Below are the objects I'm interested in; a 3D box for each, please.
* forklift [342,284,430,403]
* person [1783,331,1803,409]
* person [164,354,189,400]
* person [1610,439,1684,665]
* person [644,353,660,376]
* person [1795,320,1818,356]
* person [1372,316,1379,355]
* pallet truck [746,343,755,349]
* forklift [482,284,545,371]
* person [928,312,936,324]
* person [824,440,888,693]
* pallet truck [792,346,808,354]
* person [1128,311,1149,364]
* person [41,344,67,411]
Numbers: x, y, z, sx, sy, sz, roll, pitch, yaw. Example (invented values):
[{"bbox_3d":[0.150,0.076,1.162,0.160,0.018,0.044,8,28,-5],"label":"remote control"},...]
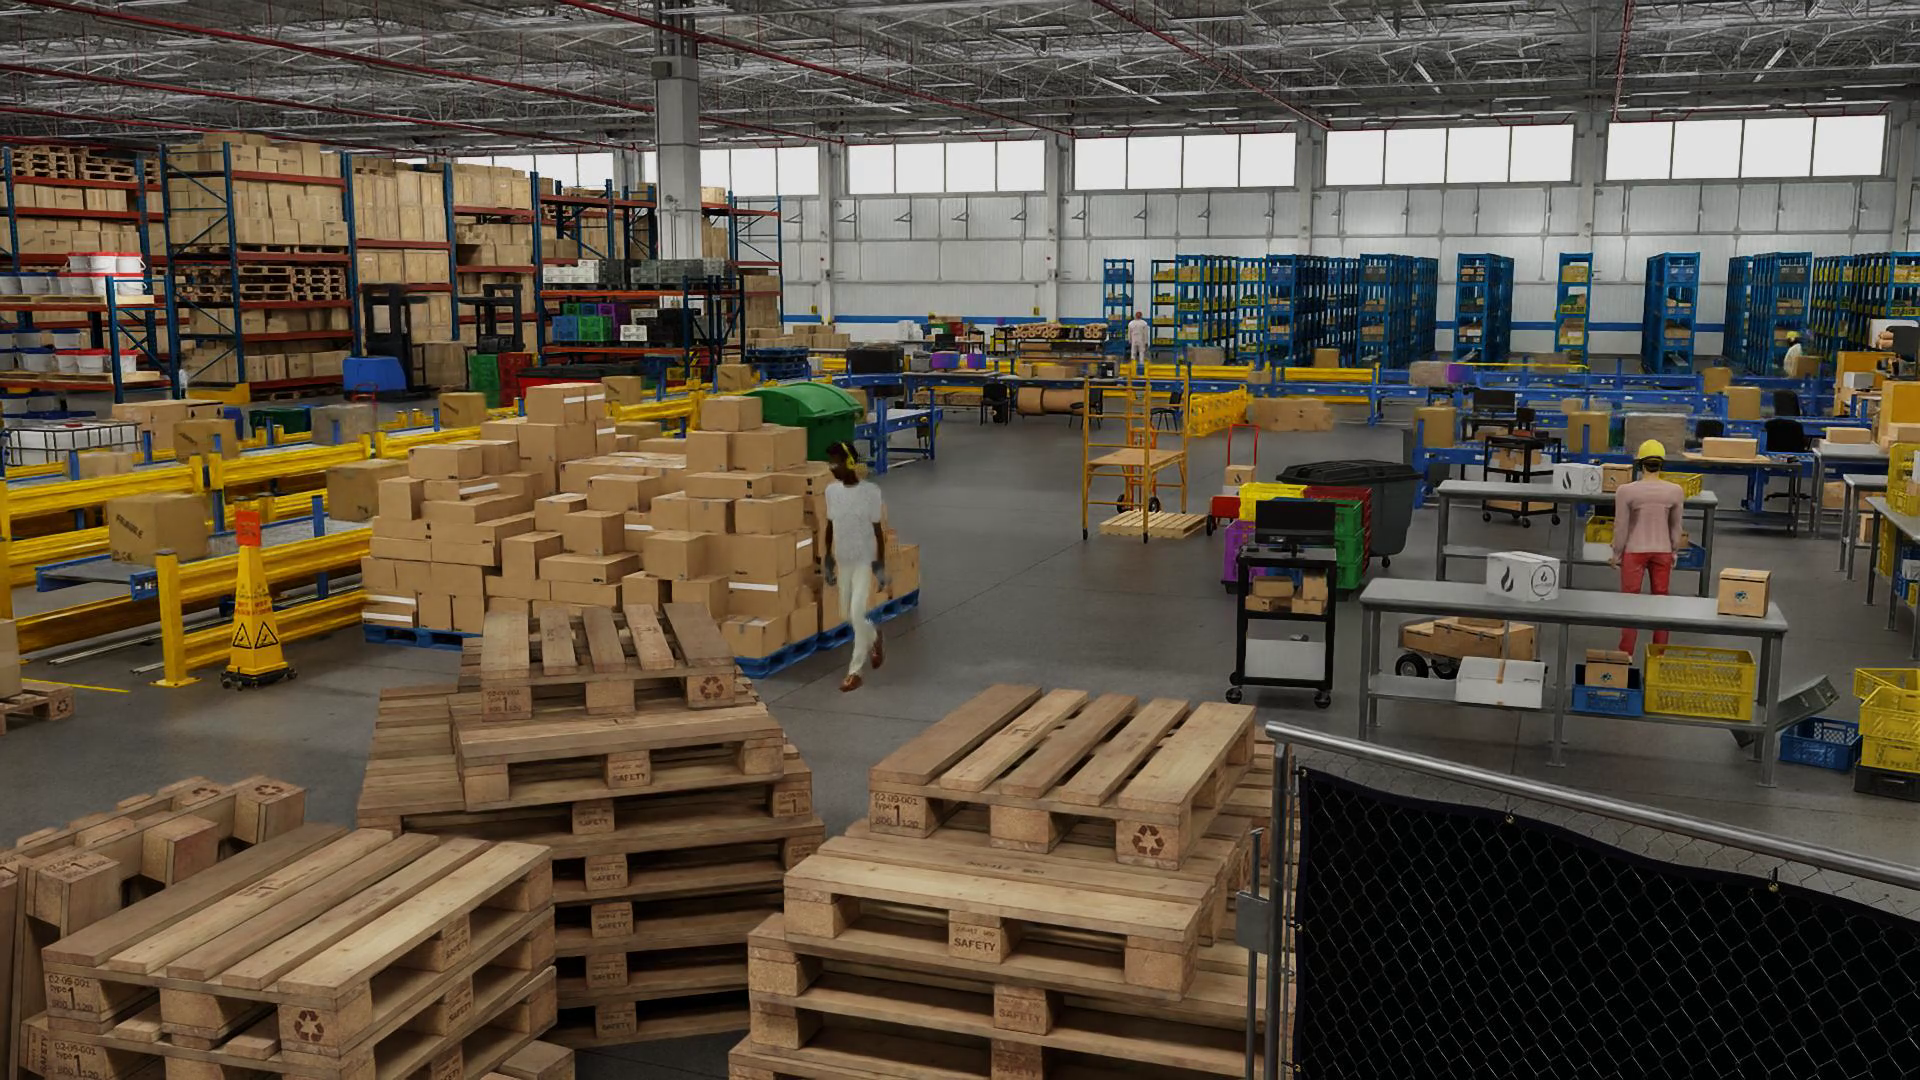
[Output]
[{"bbox_3d":[-13.827,-4.738,39.841,1.129,2.768,1.873,3,10,20],"label":"forklift"},{"bbox_3d":[18.690,-3.768,37.120,0.623,1.807,0.628,3,10,19],"label":"person"},{"bbox_3d":[-13.695,-2.408,28.907,0.555,1.683,0.526,4,10,25],"label":"person"},{"bbox_3d":[5.330,0.102,12.939,0.525,1.769,0.316,0,9,3],"label":"person"},{"bbox_3d":[-8.240,-4.897,44.735,0.508,1.632,0.271,0,9,0],"label":"person"},{"bbox_3d":[23.653,-5.291,46.666,0.780,1.809,0.460,2,9,15],"label":"person"},{"bbox_3d":[13.167,-6.342,52.766,0.434,1.977,0.611,3,10,20],"label":"person"},{"bbox_3d":[-6.183,-4.618,44.264,1.601,1.201,0.680,-9,12,-43],"label":"pallet truck"},{"bbox_3d":[-10.832,-4.702,39.610,1.129,2.768,1.873,3,10,20],"label":"forklift"},{"bbox_3d":[-1.041,-7.381,60.076,0.637,1.722,0.488,3,10,19],"label":"person"},{"bbox_3d":[-0.748,0.164,12.351,0.551,1.838,0.756,4,10,26],"label":"person"},{"bbox_3d":[-3.705,-4.298,42.022,0.653,1.274,1.630,3,10,20],"label":"pallet truck"},{"bbox_3d":[5.604,-6.206,52.103,0.651,1.907,0.409,4,10,24],"label":"person"},{"bbox_3d":[-18.148,-3.091,33.261,0.535,1.672,0.758,-1,9,-9],"label":"person"}]
